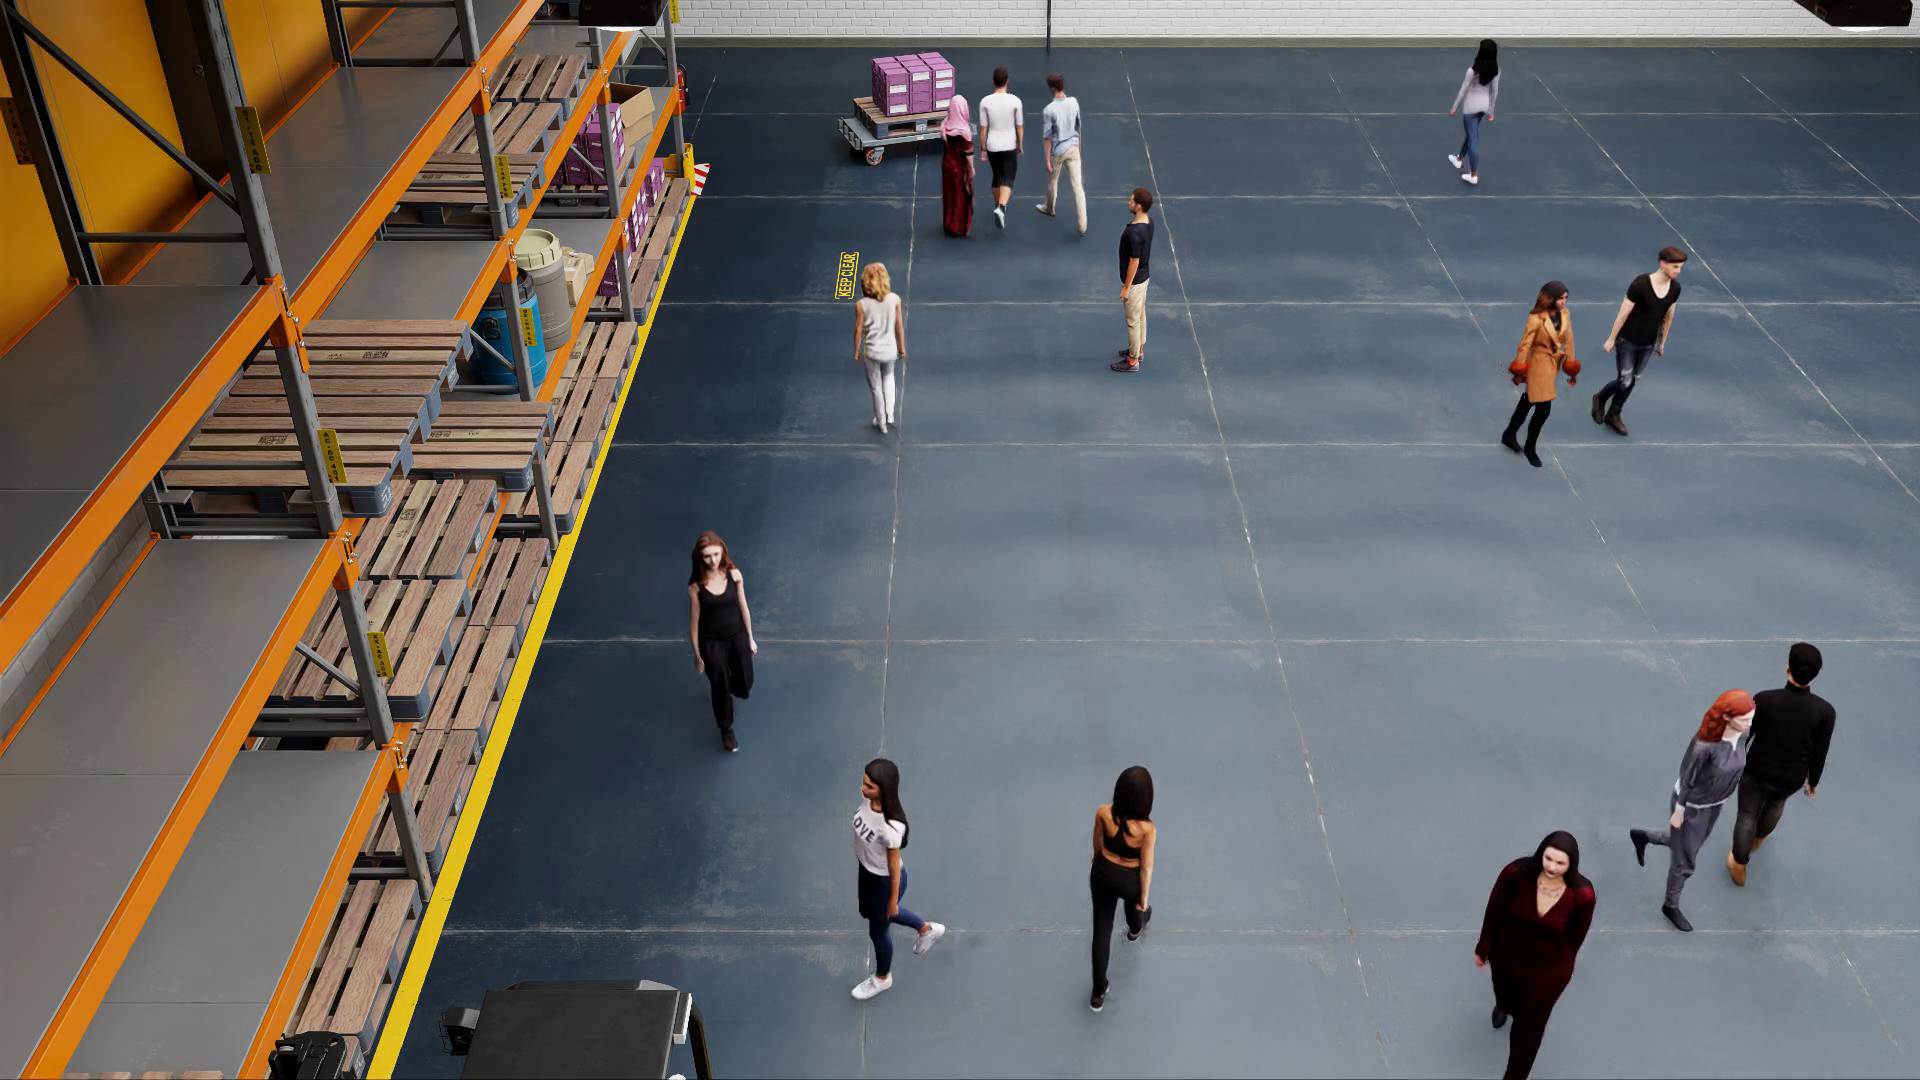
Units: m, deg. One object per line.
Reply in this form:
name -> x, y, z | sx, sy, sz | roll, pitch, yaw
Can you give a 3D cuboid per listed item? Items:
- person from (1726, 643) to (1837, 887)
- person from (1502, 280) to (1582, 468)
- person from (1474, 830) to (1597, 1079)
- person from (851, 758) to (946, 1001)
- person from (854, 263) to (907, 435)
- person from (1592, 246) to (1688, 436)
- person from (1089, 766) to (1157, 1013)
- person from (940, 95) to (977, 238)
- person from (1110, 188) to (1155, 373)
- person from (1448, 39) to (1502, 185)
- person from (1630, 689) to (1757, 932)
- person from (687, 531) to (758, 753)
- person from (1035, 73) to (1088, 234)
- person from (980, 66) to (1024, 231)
person -> 5.063, 1.449, 10.323 | 0.827, 1.705, 0.958 | 10, 35, 15
person -> 5.095, -1.542, 14.825 | 0.864, 1.702, 0.935 | -18, 37, -25
person -> 3.152, 2.203, 9.181 | 1.027, 1.714, 1.223 | 18, 38, 25
person -> -0.373, 1.917, 9.567 | 0.862, 1.763, 0.897 | -14, 36, -20
person -> -0.712, -1.702, 15.103 | 0.698, 1.662, 0.685 | -11, 35, -16
person -> 6.104, -1.852, 15.140 | 0.785, 1.870, 0.847 | -5, 34, -8
person -> 0.880, 2.021, 9.554 | 0.837, 1.602, 1.132 | 12, 36, 18
person -> -0.030, -4.270, 18.989 | 0.844, 1.637, 0.749 | -24, 40, -31
person -> 1.713, -2.537, 16.181 | 0.754, 1.860, 0.584 | 11, 35, 16
person -> 6.364, -5.201, 20.330 | 0.865, 1.703, 1.096 | -13, 36, -19
person -> 4.414, 1.557, 10.111 | 0.822, 1.760, 0.982 | -16, 37, -22
person -> -1.677, 0.645, 11.504 | 0.798, 1.736, 0.888 | -17, 37, -23
person -> 1.225, -4.371, 18.999 | 1.087, 1.793, 1.345 | -12, 35, -17
person -> 0.483, -4.492, 19.151 | 0.814, 1.826, 1.173 | 7, 34, 10
